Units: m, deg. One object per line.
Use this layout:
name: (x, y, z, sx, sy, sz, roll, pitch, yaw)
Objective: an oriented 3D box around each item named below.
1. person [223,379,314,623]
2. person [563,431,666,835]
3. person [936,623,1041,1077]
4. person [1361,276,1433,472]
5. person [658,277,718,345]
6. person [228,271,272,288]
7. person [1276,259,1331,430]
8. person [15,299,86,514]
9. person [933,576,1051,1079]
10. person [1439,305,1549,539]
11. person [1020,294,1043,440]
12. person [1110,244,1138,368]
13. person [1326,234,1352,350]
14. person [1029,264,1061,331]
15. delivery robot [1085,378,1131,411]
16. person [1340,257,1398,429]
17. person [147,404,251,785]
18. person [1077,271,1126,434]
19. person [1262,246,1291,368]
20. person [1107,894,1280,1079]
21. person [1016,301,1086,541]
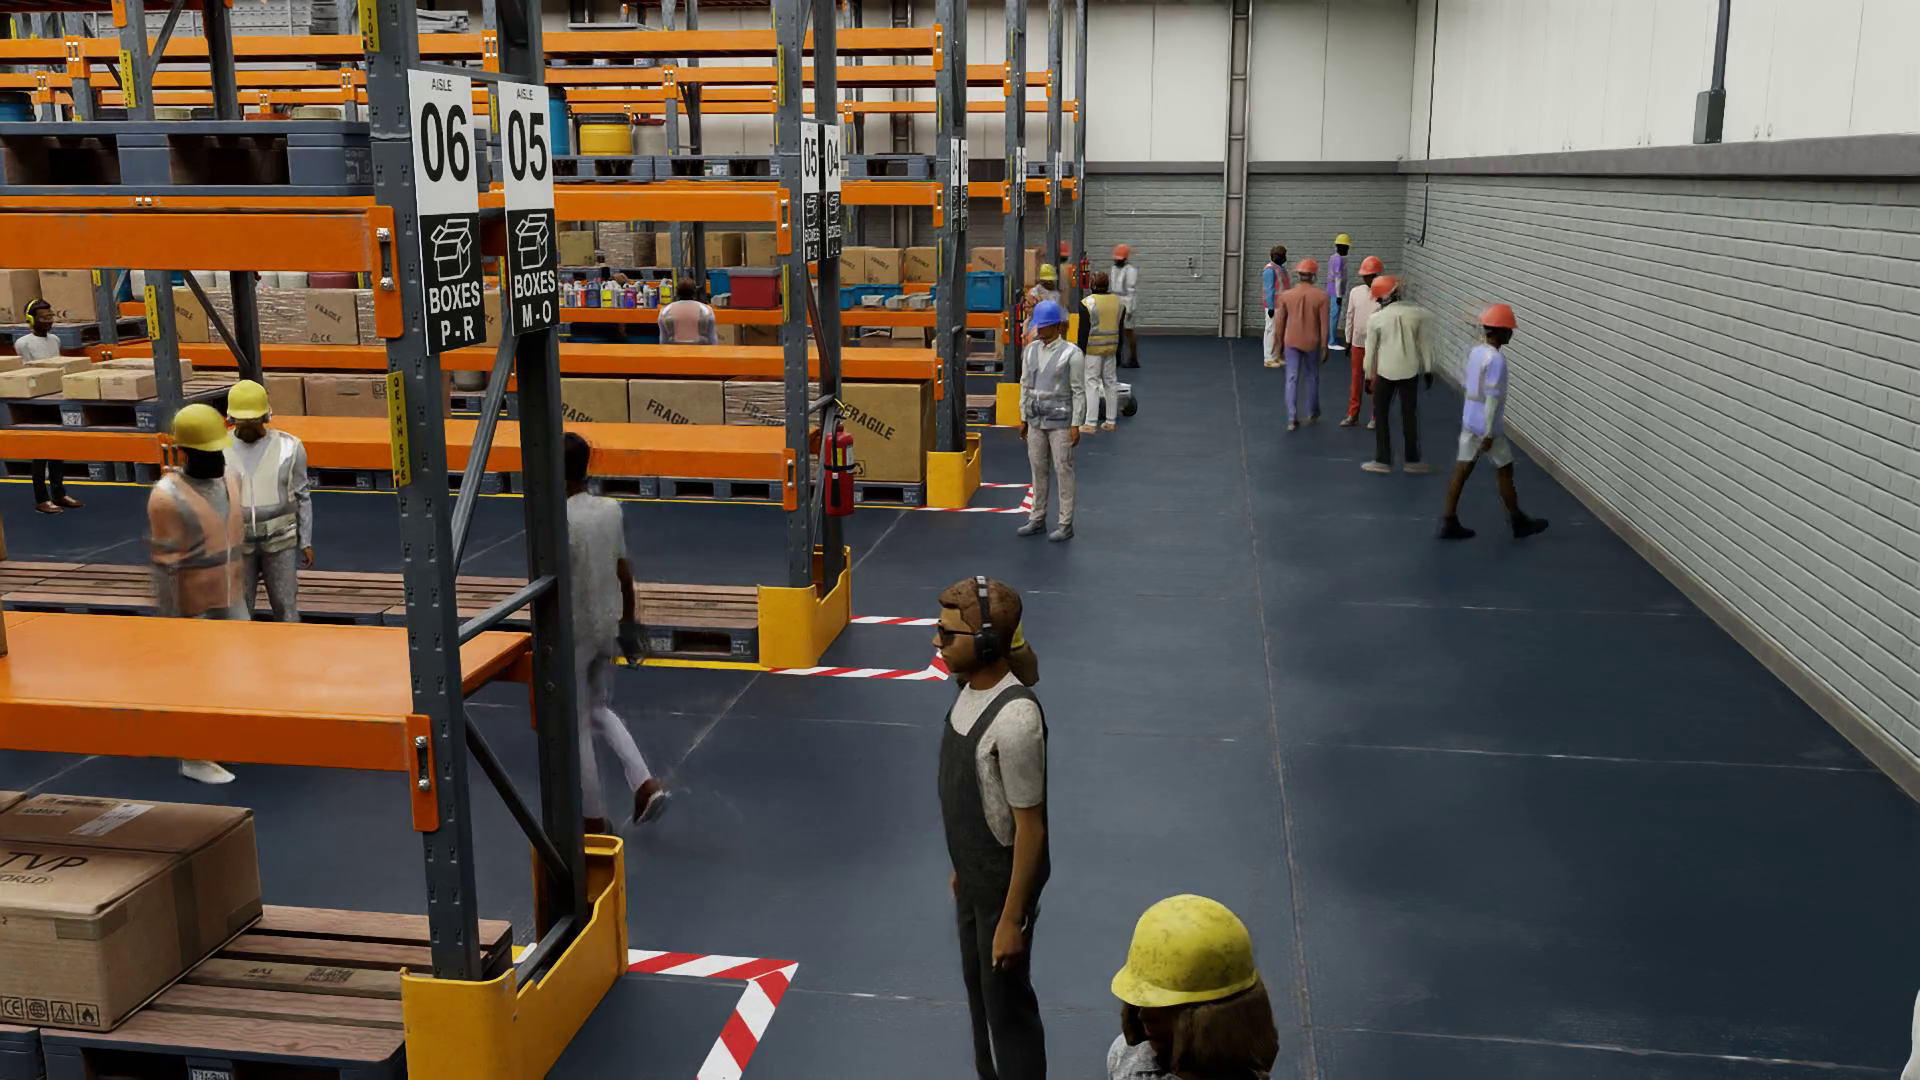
person: (-3.942, 0.004, 9.344, 0.589, 1.826, 0.403, -5, 13, -20)
person: (-1.623, 0.441, 7.314, 0.463, 1.852, 0.528, 7, 15, 30)
person: (0.088, 1.010, 5.012, 0.320, 1.736, 0.486, 0, 12, -1)
person: (4.376, -1.634, 16.492, 0.770, 1.951, 0.389, -1, 13, -3)
person: (-2.898, -1.889, 17.847, 0.625, 1.847, 0.429, -1, 13, -2)
person: (-8.022, -2.211, 18.852, 0.684, 2.000, 0.538, -4, 13, -16)
person: (4.033, -2.299, 19.459, 0.647, 1.942, 0.990, 5, 13, 22)
person: (-7.970, -1.169, 14.540, 0.310, 1.868, 0.533, 2, 13, 8)
person: (0.085, 0.999, 4.805, 0.336, 1.844, 0.508, -3, 13, -15)
person: (4.342, -0.938, 13.416, 0.945, 1.892, 0.561, -2, 13, -7)
person: (0.840, -1.890, 18.340, 0.324, 1.630, 0.520, -8, 15, -32)
person: (2.458, -3.510, 25.047, 0.712, 1.887, 0.559, -9, 16, -37)
person: (6.335, -4.150, 27.870, 0.382, 1.923, 0.591, 1, 13, 6)
person: (1.141, -2.661, 21.465, 0.504, 1.790, 0.611, 10, 16, 37)
delivery robot: (1.746, -1.821, 20.251, 0.477, 0.478, 0.707, -10, 15, -36)
person: (4.748, -2.290, 19.334, 0.608, 1.987, 0.391, 9, 16, 36)
person: (-3.599, 0.275, 7.960, 0.543, 1.890, 0.616, 4, 13, 18)
person: (1.579, -2.135, 18.967, 0.633, 1.841, 0.429, -7, 14, -30)
person: (4.844, -3.566, 25.426, 0.429, 1.844, 0.626, 7, 14, 28)
person: (0.395, 1.455, 2.983, 0.295, 1.744, 0.491, -10, 16, -37)
person: (0.721, -0.955, 13.423, 0.615, 1.933, 0.412, 11, 16, 39)
